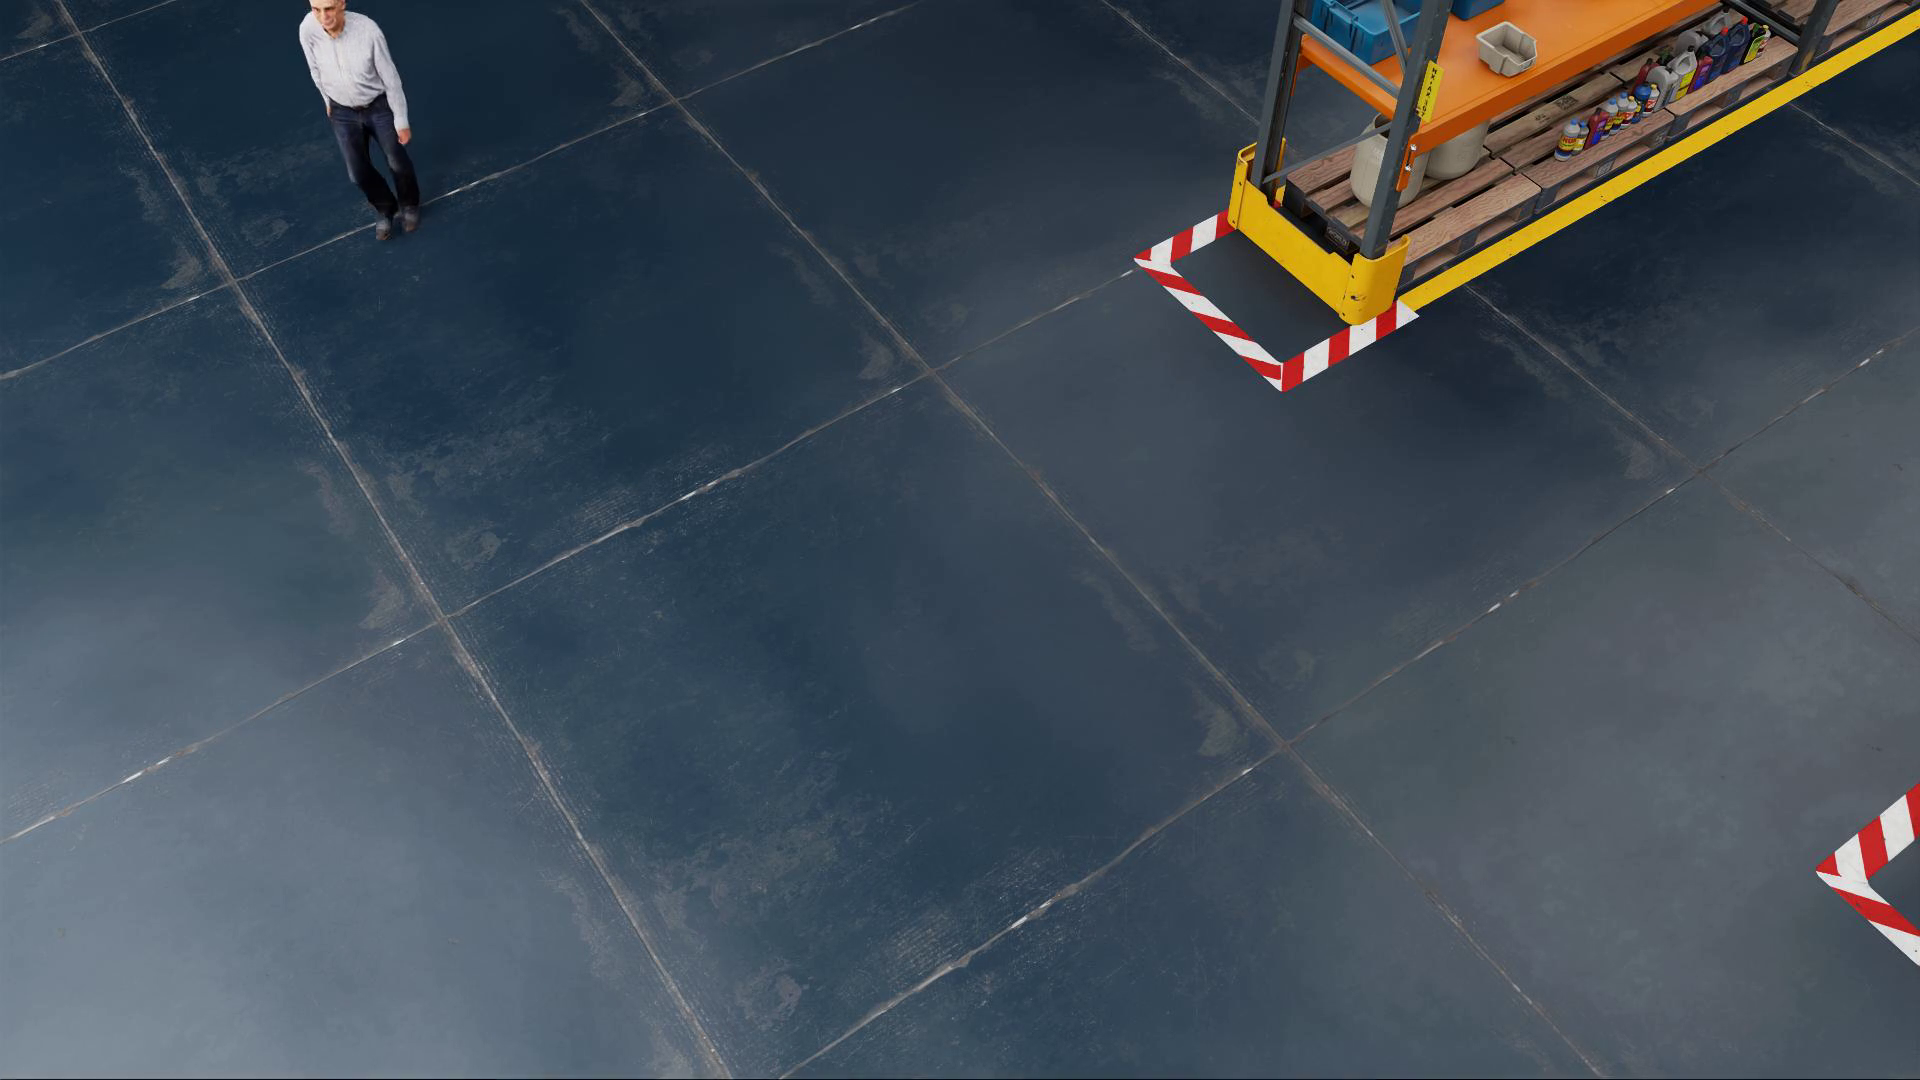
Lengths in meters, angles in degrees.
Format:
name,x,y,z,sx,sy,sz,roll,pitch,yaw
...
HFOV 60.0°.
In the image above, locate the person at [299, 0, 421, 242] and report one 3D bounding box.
name,x,y,z,sx,sy,sz,roll,pitch,yaw
person,-3.399,-2.546,9.564,0.803,1.794,0.887,-1,52,-1
